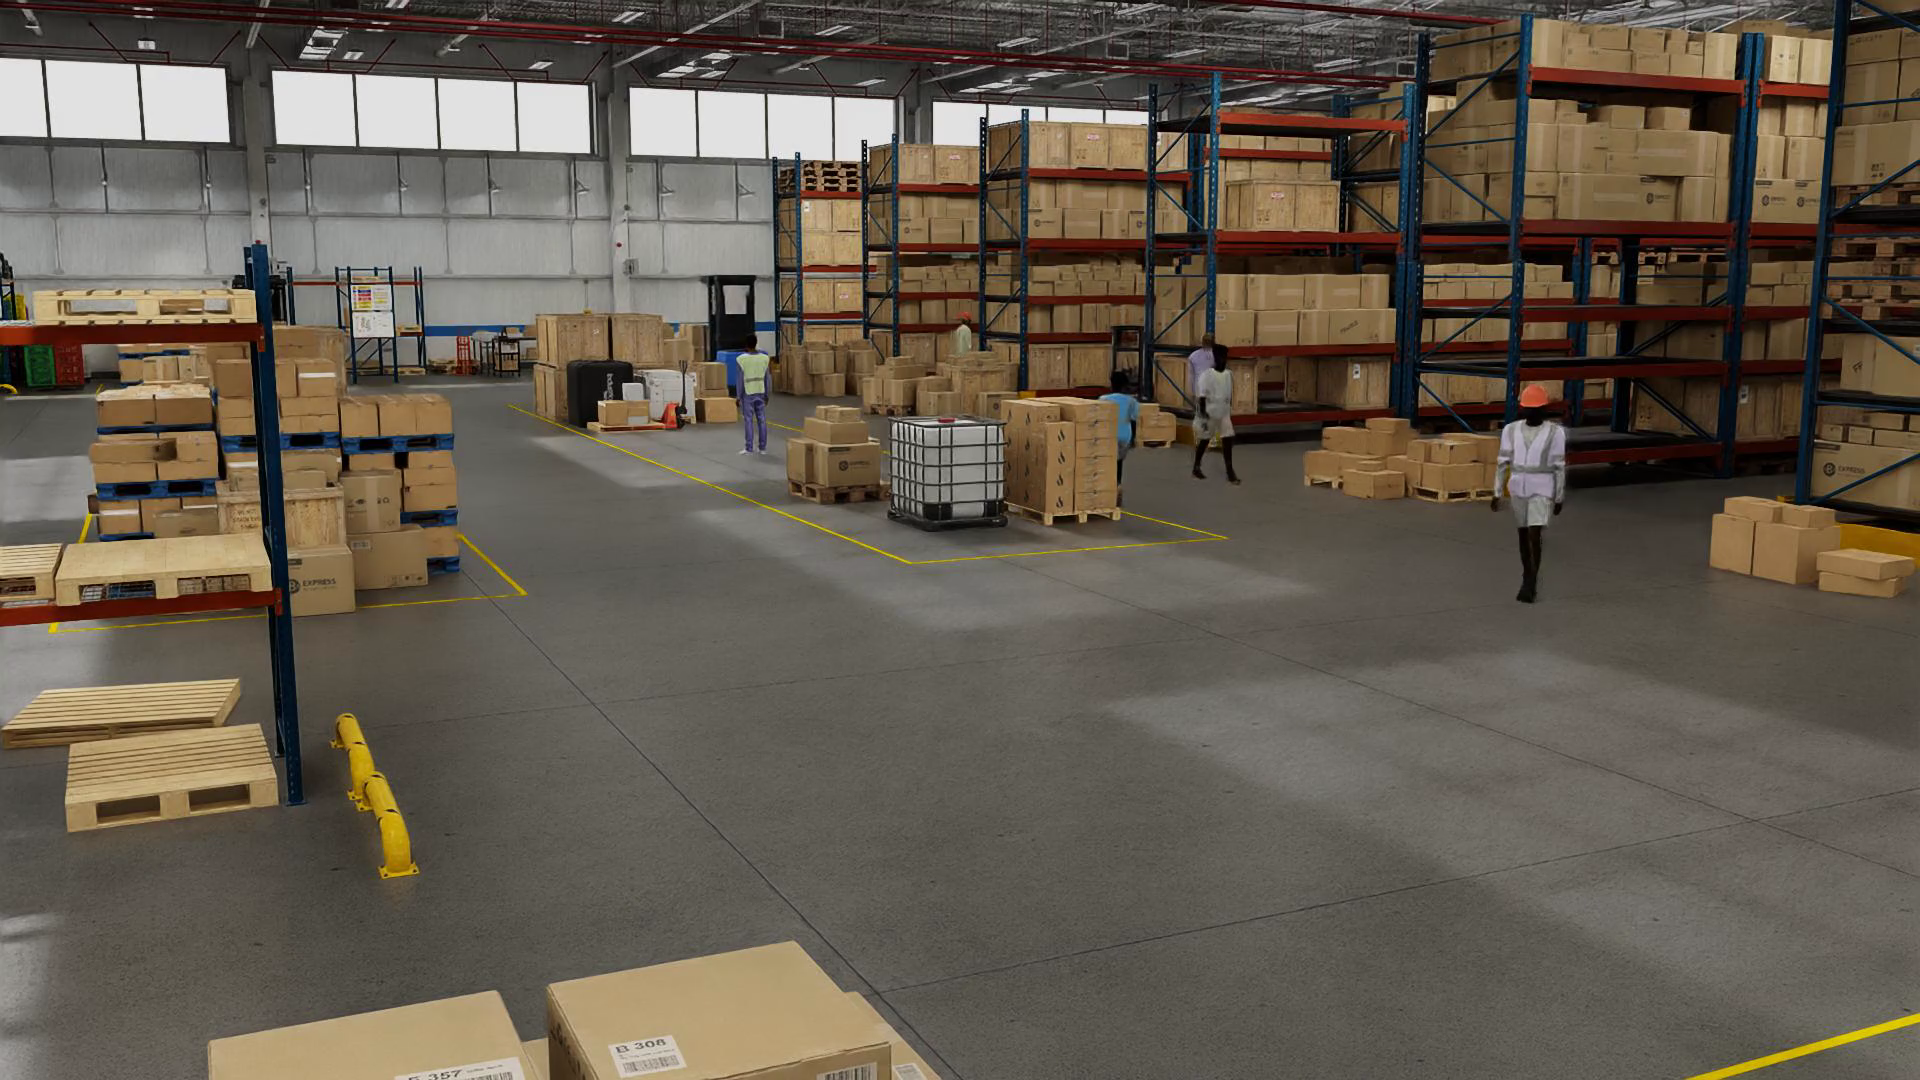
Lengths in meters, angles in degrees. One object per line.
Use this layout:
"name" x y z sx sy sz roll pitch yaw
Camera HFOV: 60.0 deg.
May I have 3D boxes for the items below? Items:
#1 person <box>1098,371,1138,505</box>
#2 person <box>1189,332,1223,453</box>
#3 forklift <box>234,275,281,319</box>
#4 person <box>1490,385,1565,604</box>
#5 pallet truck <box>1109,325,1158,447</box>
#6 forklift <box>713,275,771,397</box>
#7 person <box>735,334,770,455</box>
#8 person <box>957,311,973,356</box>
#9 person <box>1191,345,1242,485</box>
"person" 1.974 -1.280 20.780 0.540 1.669 0.776 -2 9 -14
"person" 3.964 -2.369 26.720 0.627 1.934 0.371 8 12 39
"forklift" -15.632 -4.532 37.205 1.129 2.768 1.873 -4 10 -25
"person" 4.956 -0.402 14.588 0.561 1.899 0.858 8 12 40
"pallet truck" 2.881 -2.596 27.923 0.823 1.965 1.885 -1 9 -7
"forklift" -5.169 -4.727 38.413 1.129 2.768 1.873 -4 10 -25
"person" -3.276 -2.298 26.312 0.592 1.922 0.392 -7 11 -36
"person" 0.073 -4.376 39.048 0.602 1.976 0.619 -4 10 -25
"person" 3.501 -1.730 22.837 0.619 1.914 1.016 -4 10 -25
